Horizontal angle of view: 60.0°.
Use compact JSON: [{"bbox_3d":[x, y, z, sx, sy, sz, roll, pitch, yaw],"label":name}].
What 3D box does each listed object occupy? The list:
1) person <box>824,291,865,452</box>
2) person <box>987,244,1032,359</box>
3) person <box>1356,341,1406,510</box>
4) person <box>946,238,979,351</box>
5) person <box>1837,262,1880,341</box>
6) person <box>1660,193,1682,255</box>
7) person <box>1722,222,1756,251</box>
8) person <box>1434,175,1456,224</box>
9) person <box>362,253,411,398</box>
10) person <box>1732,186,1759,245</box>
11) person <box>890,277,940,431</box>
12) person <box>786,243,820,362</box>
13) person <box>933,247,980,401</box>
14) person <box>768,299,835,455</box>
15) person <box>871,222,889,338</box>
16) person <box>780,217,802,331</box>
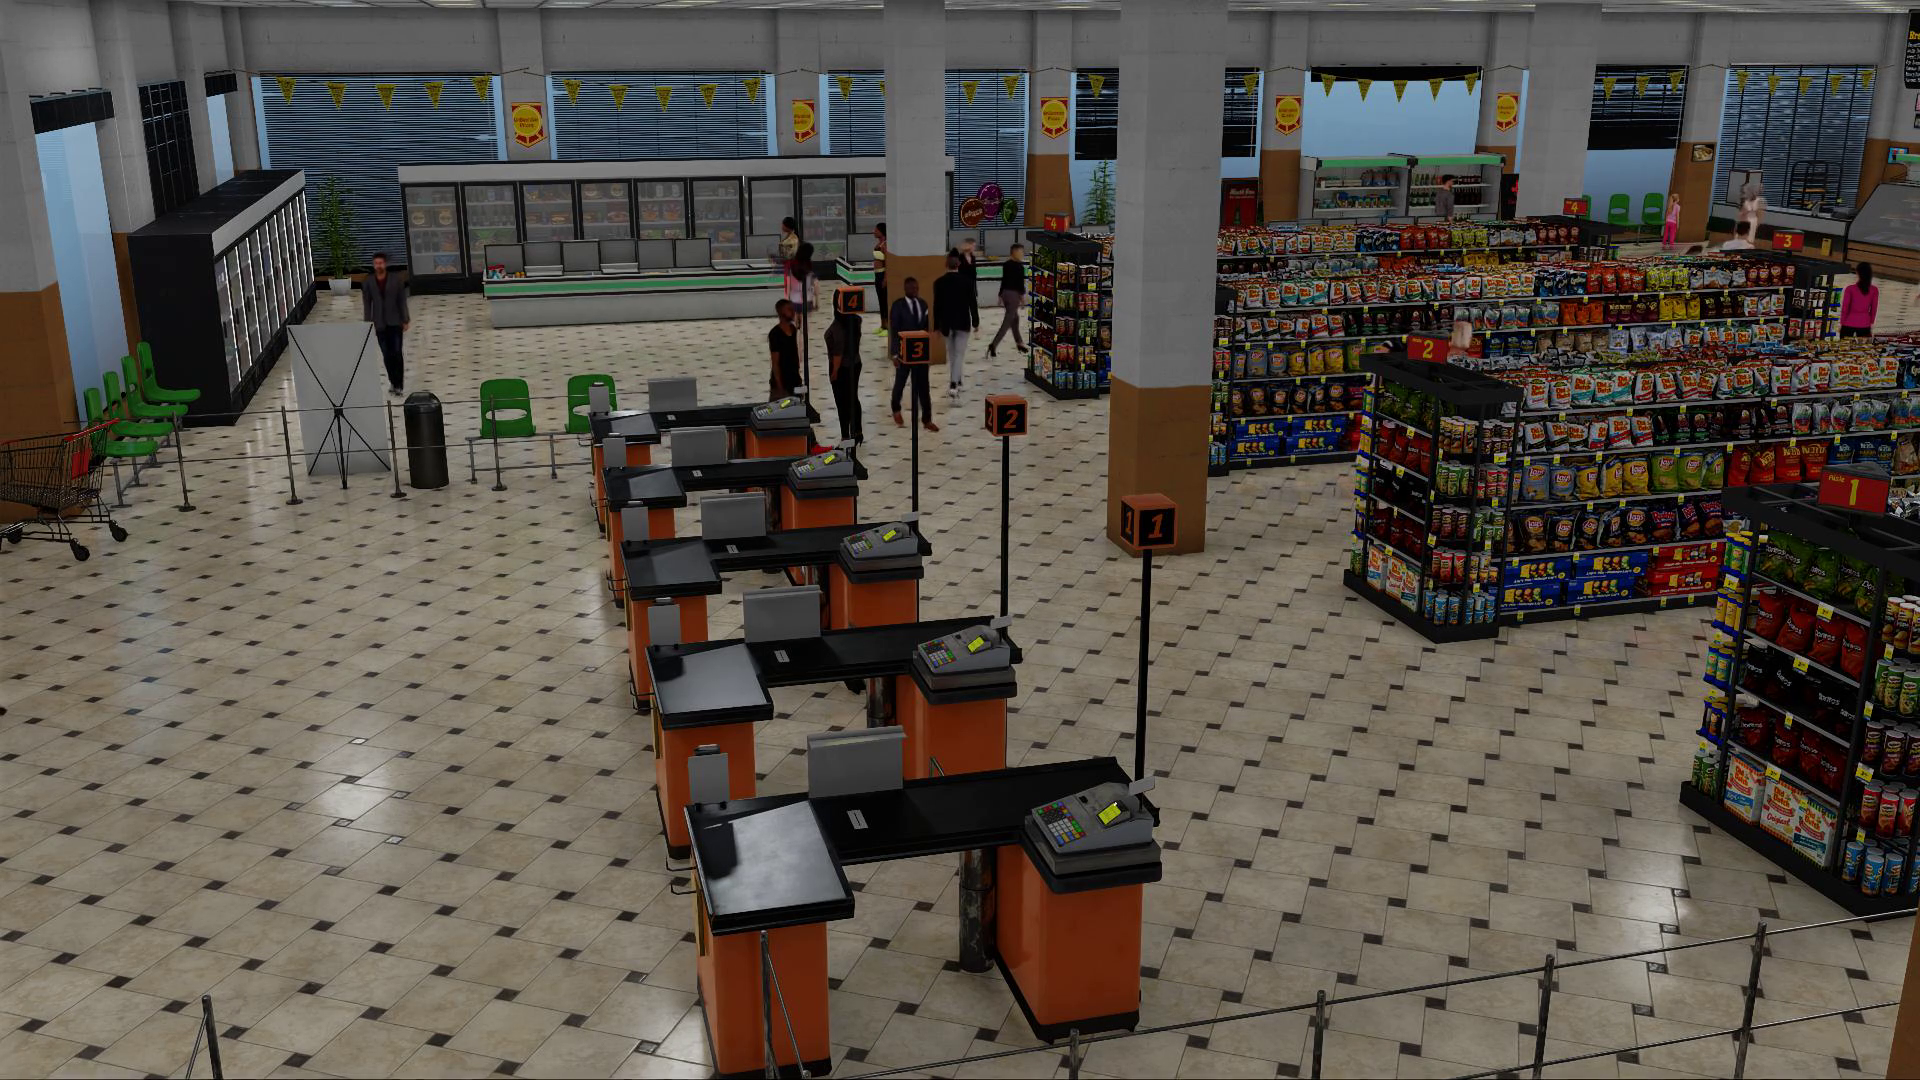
[{"bbox_3d":[-1.274,-1.916,18.701,0.805,1.841,0.747,9,19,28],"label":"person"},{"bbox_3d":[0.663,-3.402,23.971,1.156,1.622,0.868,-13,21,-37],"label":"person"},{"bbox_3d":[4.003,-0.977,15.660,0.770,1.810,0.749,-8,19,-24],"label":"person"},{"bbox_3d":[-0.033,-3.634,24.690,0.789,1.648,0.927,-10,19,-29],"label":"person"},{"bbox_3d":[11.778,-2.799,21.853,0.639,1.699,0.740,3,17,11],"label":"person"},{"bbox_3d":[15.357,-6.840,35.900,0.540,1.270,0.521,-9,19,-28],"label":"person"},{"bbox_3d":[11.637,-3.842,25.104,1.159,1.806,1.260,11,20,32],"label":"person"},{"bbox_3d":[9.562,-6.264,32.915,0.562,1.903,0.677,-5,18,-16],"label":"person"},{"bbox_3d":[-7.430,-2.804,21.631,0.964,1.838,0.831,-2,17,-8],"label":"person"},{"bbox_3d":[15.572,-6.129,32.807,0.489,1.706,0.722,-1,17,-2],"label":"person"},{"bbox_3d":[-0.628,-2.204,19.754,1.228,1.779,0.985,-9,19,-28],"label":"person"},{"bbox_3d":[-2.309,-3.390,23.849,0.703,1.669,0.797,0,17,-2],"label":"person"},{"bbox_3d":[-0.067,-2.724,21.243,1.316,1.909,1.155,3,17,11],"label":"person"},{"bbox_3d":[-1.994,-1.726,18.206,1.223,1.764,1.171,10,20,30],"label":"person"},{"bbox_3d":[-1.189,-4.071,25.944,0.545,1.755,0.581,-7,18,-21],"label":"person"},{"bbox_3d":[-2.674,-4.237,26.427,0.540,1.792,0.611,-6,18,-18],"label":"person"}]
